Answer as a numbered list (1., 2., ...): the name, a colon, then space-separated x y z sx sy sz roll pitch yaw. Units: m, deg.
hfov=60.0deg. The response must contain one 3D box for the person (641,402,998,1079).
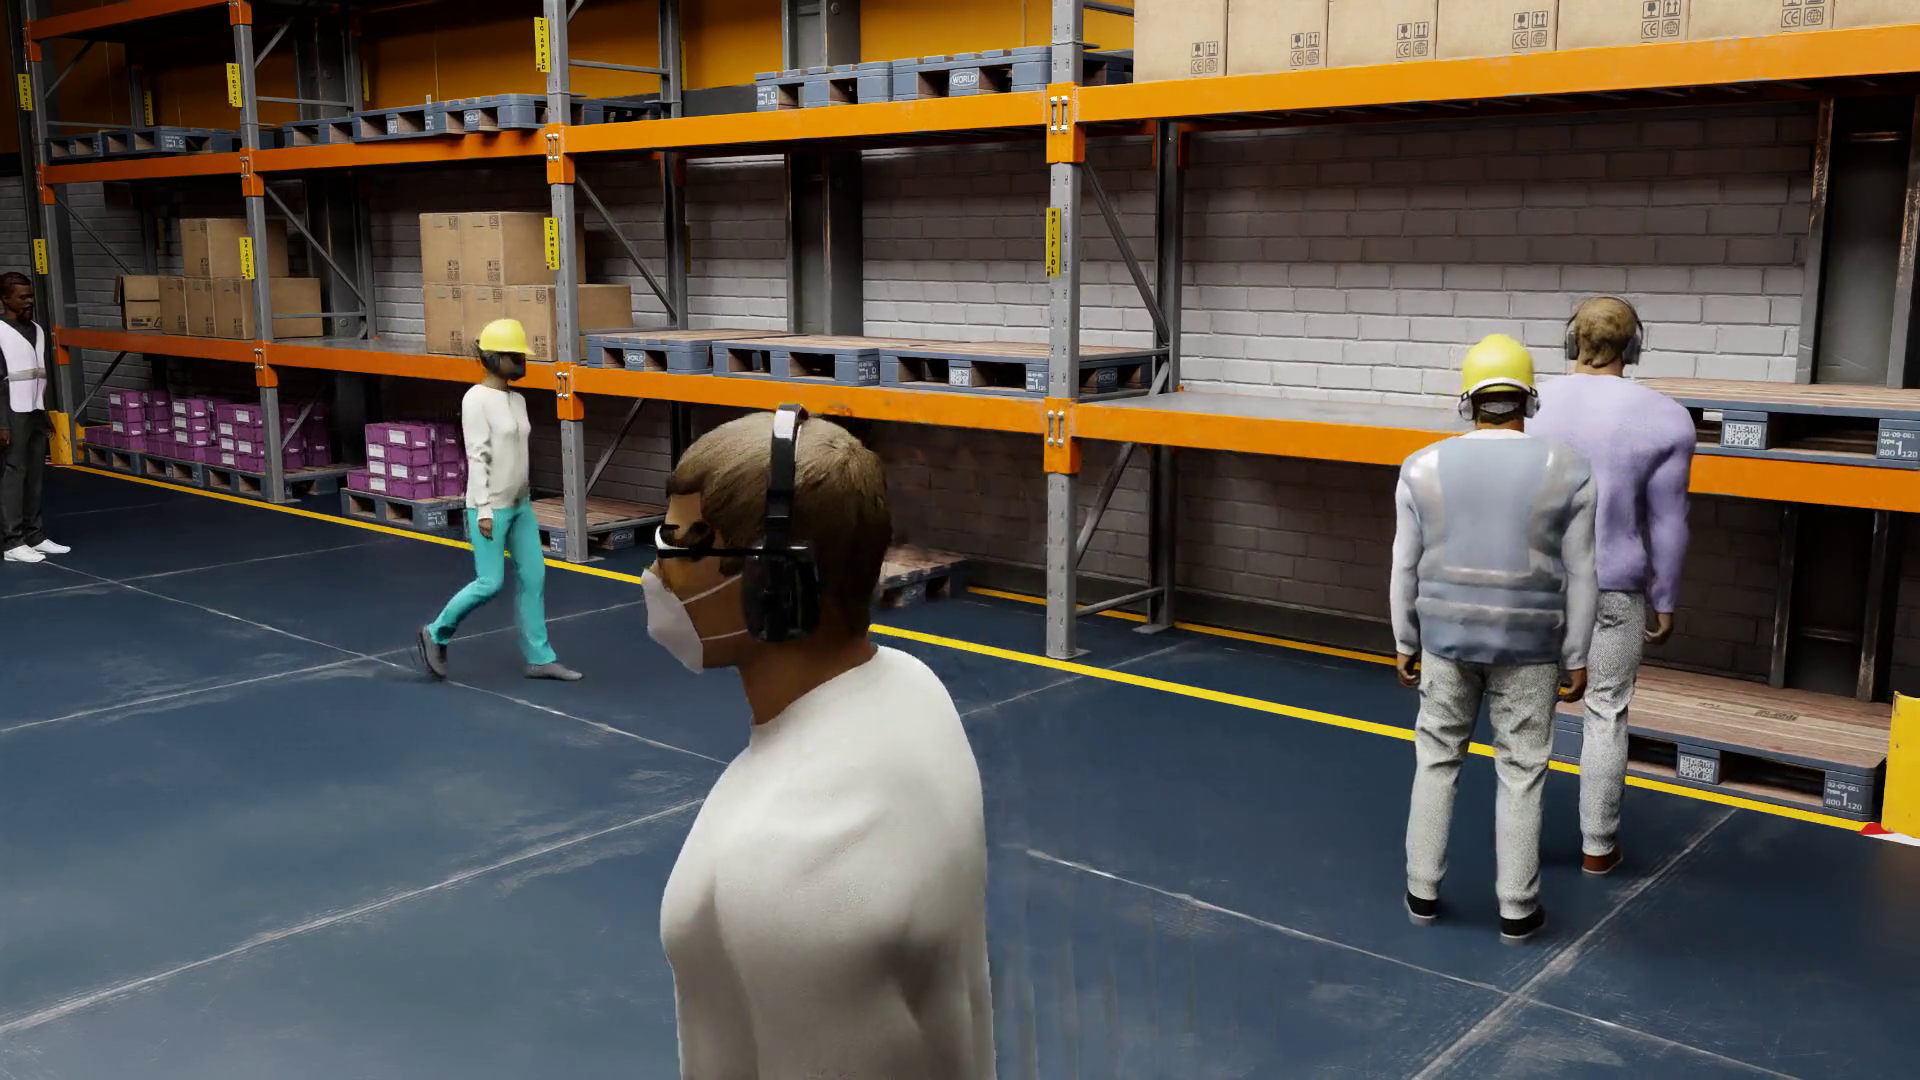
1. person: -0.227 0.806 1.840 0.870 1.909 0.628 2 10 10

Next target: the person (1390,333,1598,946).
1. person: 1.600 0.297 5.025 0.600 1.826 0.404 5 11 26

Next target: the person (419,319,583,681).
1. person: -2.202 -0.171 7.876 0.690 1.747 0.554 3 10 16

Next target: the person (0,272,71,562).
1. person: -6.276 -0.820 11.097 0.373 1.916 0.596 0 10 0

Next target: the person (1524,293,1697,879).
1. person: 2.055 0.162 5.490 0.630 1.934 0.368 5 11 28
